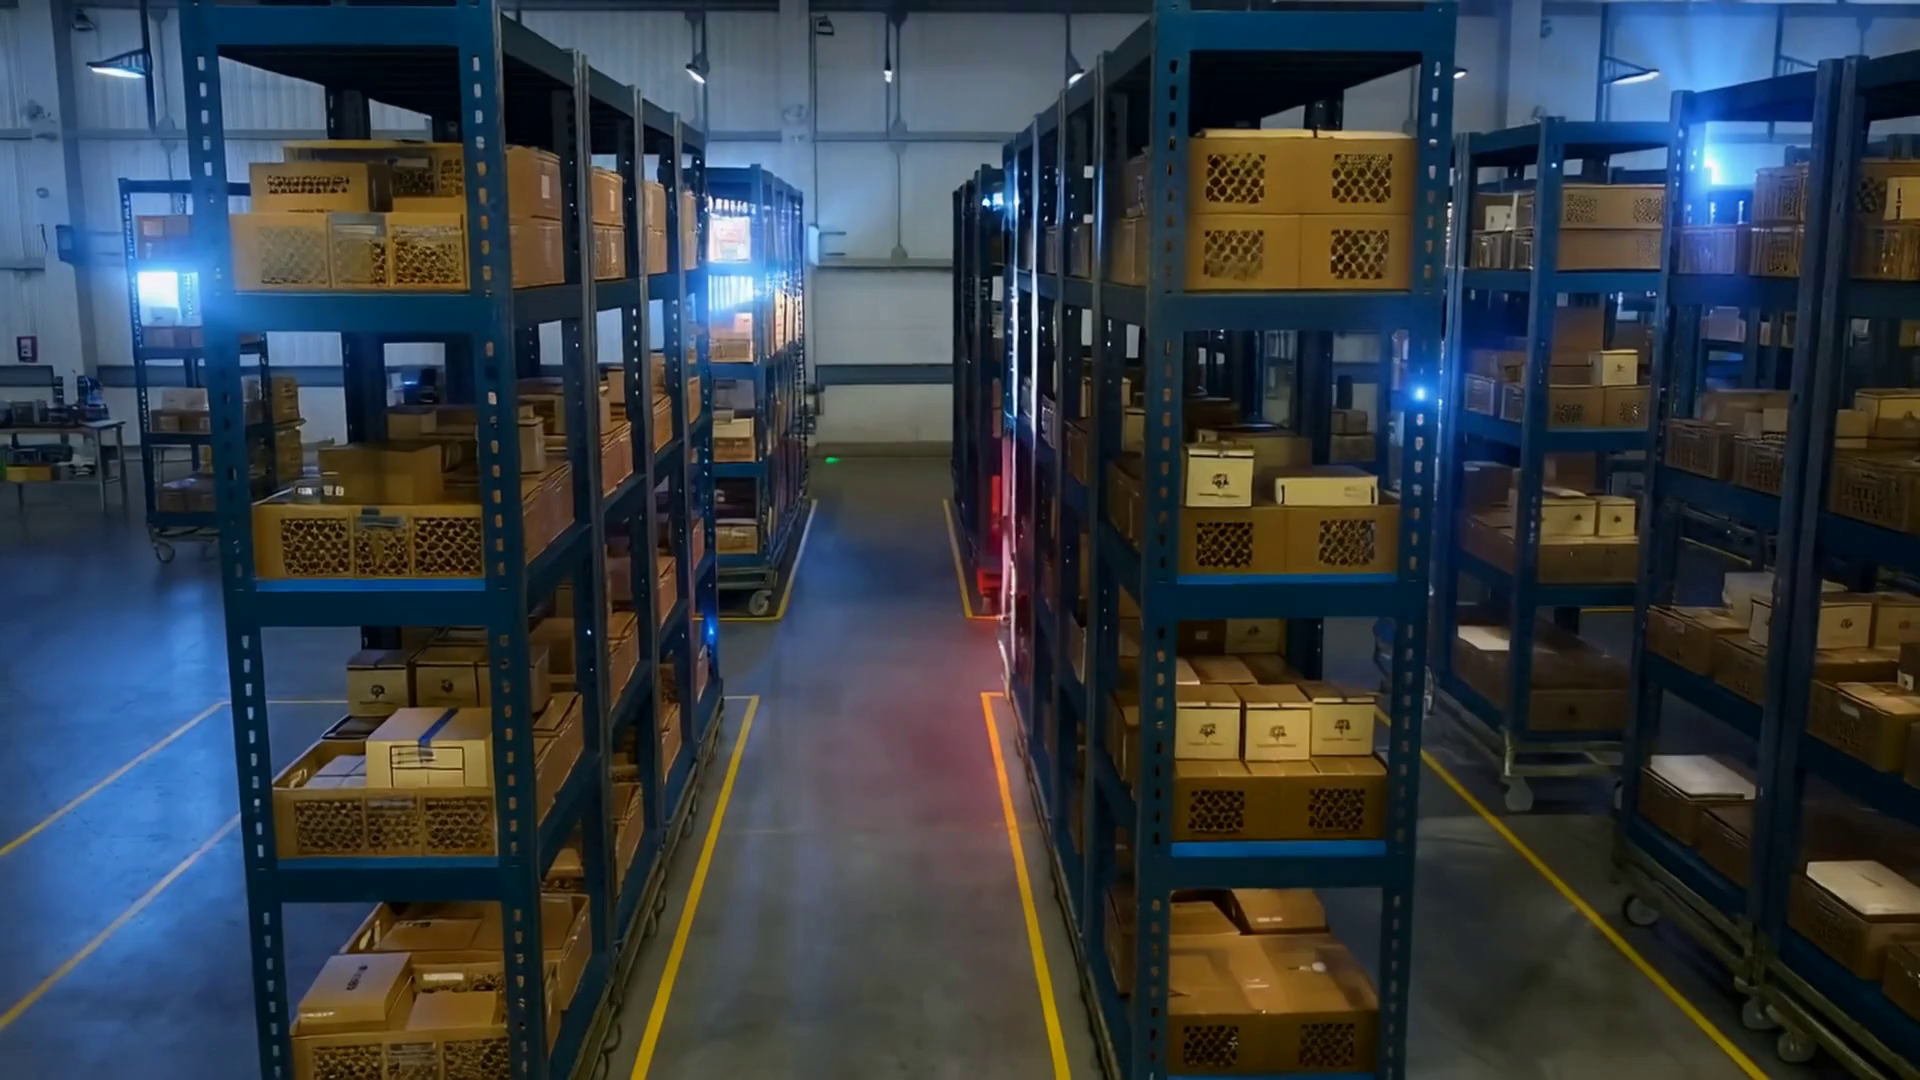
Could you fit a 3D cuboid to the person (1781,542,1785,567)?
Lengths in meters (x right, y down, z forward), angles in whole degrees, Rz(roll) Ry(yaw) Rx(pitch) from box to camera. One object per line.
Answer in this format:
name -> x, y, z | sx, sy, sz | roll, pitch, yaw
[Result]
person -> 6.255, -0.200, 12.422 | 0.526, 2.013, 0.680 | 5, 11, 28
